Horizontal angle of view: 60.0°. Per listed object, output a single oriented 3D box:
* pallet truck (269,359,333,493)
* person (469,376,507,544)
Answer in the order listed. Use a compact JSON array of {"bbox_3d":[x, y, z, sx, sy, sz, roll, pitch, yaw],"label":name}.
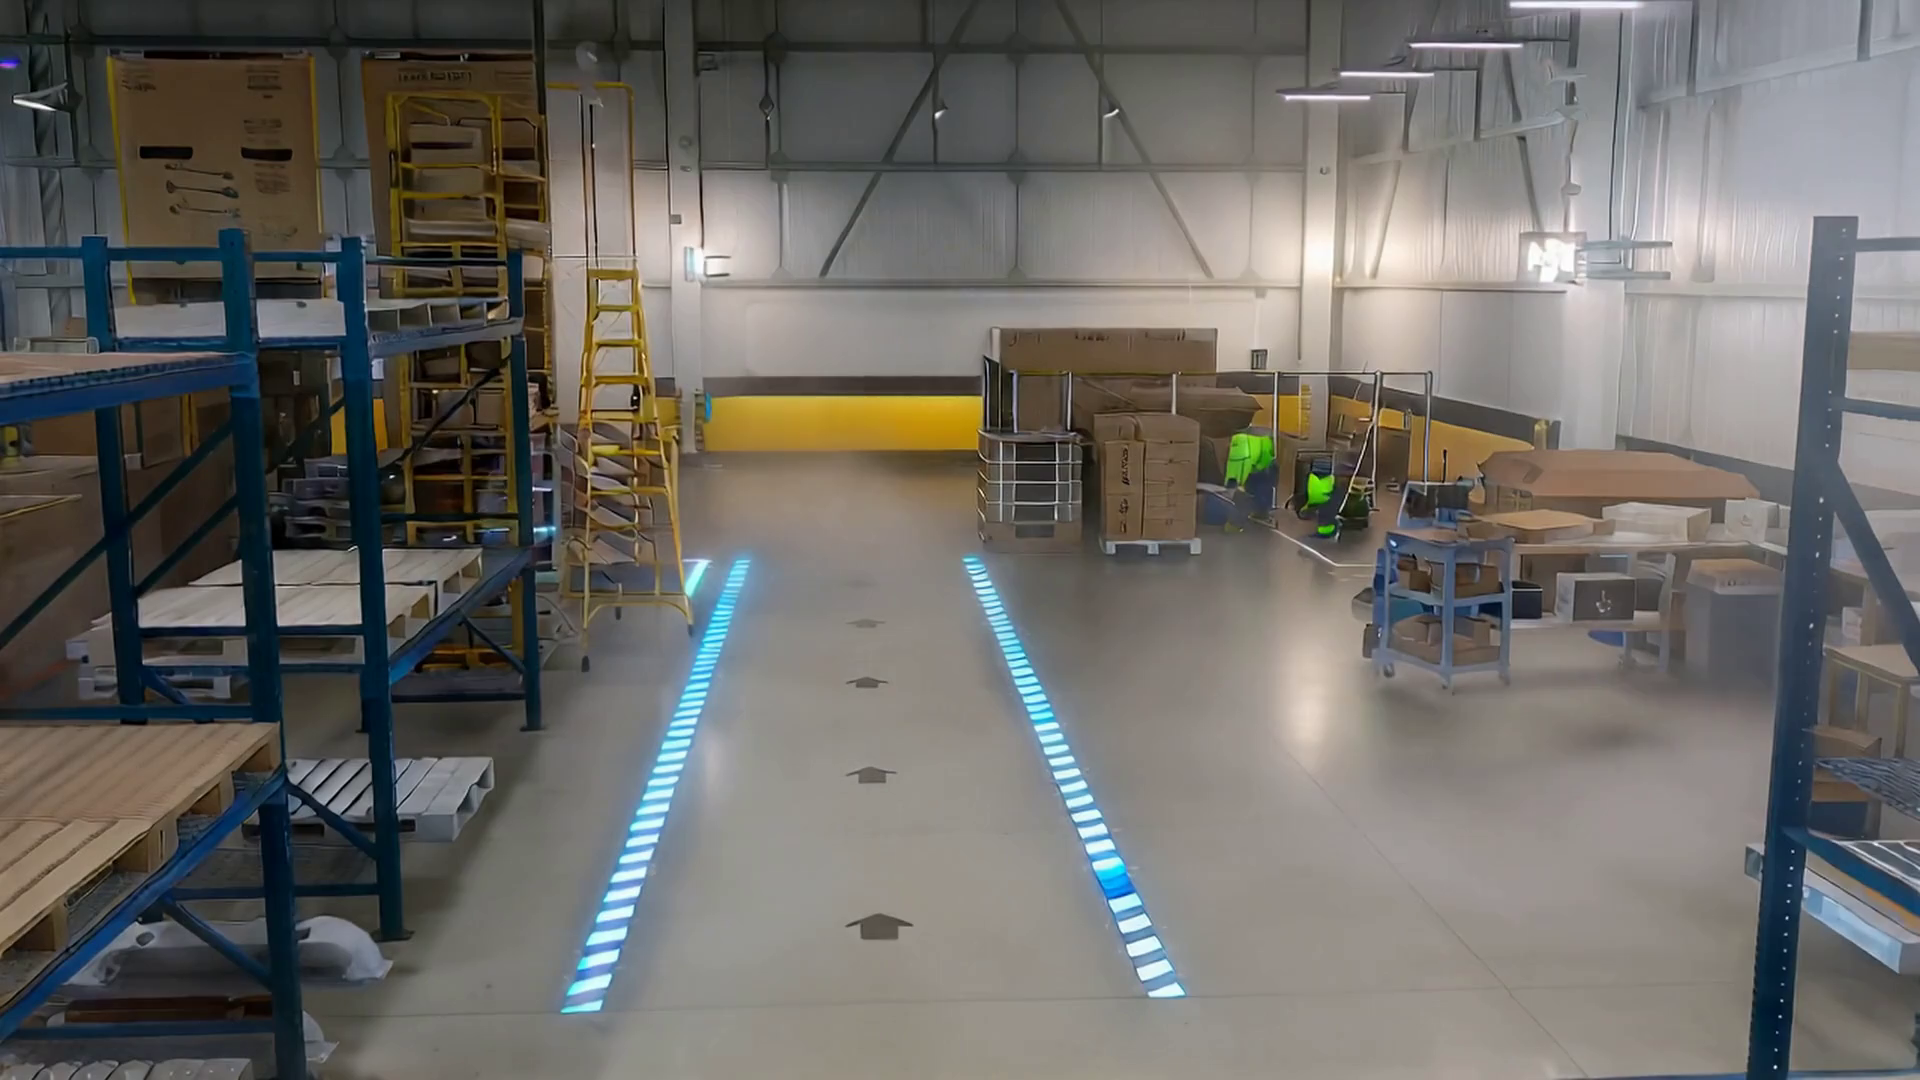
[{"bbox_3d":[-7.062,-1.131,18.996,1.885,1.965,0.823,2,9,13],"label":"pallet truck"},{"bbox_3d":[-4.749,-0.746,16.966,0.607,1.866,0.499,8,12,40],"label":"person"}]
